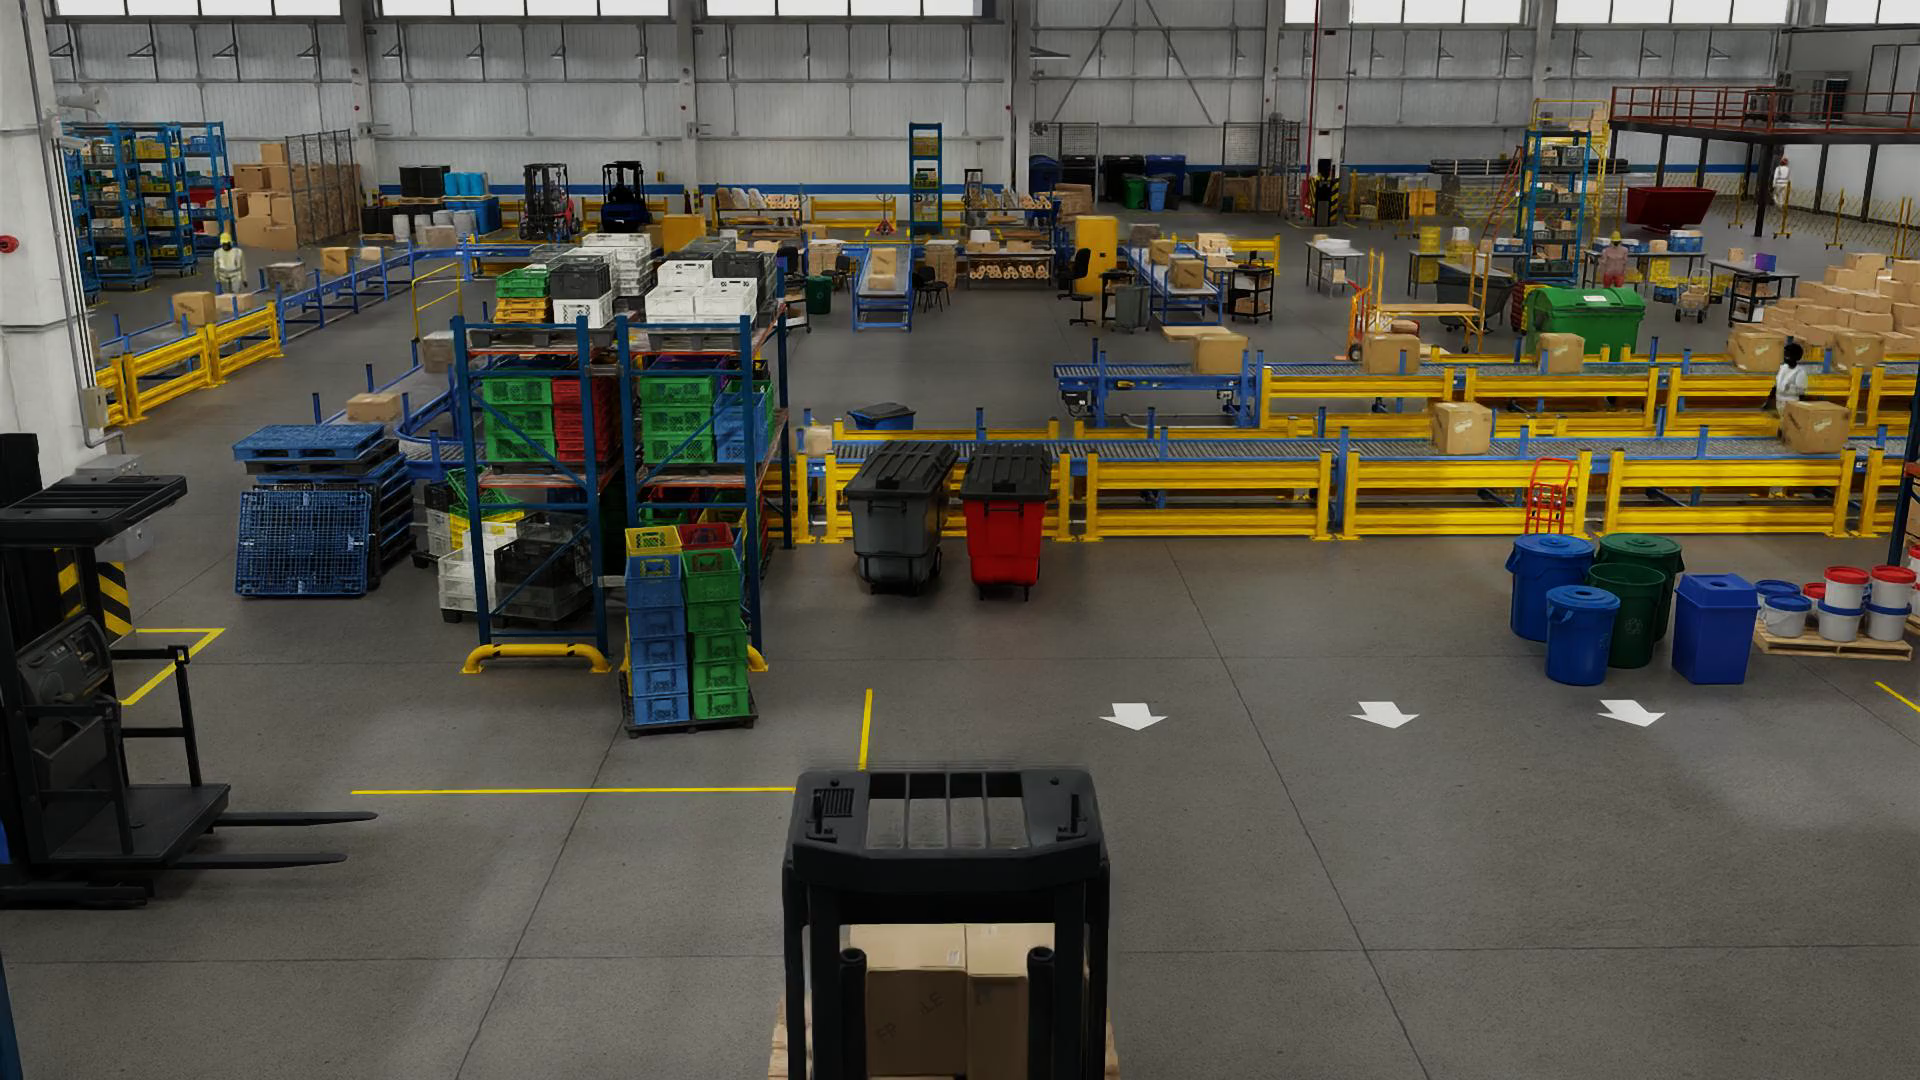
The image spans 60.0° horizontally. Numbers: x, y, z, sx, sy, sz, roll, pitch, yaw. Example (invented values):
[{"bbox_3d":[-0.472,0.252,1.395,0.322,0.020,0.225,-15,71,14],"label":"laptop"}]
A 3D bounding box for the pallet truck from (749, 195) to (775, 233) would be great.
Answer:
[{"bbox_3d":[-6.051,-9.967,50.660,0.680,1.201,1.601,0,16,-1],"label":"pallet truck"}]

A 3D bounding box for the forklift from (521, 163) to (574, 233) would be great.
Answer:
[{"bbox_3d":[-12.233,-10.122,49.298,1.157,1.987,2.680,0,16,-1],"label":"forklift"}]

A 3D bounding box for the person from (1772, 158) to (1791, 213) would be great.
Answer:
[{"bbox_3d":[28.356,-12.256,57.475,0.610,1.869,0.419,0,16,-1],"label":"person"}]

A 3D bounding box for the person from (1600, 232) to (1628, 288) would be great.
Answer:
[{"bbox_3d":[13.321,-5.409,33.904,0.541,1.730,0.623,2,16,6],"label":"person"}]

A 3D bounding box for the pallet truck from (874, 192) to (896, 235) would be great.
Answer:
[{"bbox_3d":[-2.277,-9.986,50.594,0.653,1.274,1.630,0,16,-1],"label":"pallet truck"}]

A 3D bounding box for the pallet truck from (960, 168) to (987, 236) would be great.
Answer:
[{"bbox_3d":[0.383,-10.230,50.206,0.823,1.965,1.885,-1,16,-3],"label":"pallet truck"}]

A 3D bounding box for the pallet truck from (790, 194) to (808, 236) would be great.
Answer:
[{"bbox_3d":[-4.814,-9.883,50.259,0.704,1.261,1.522,-1,16,-3],"label":"pallet truck"}]

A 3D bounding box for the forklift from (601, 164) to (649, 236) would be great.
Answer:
[{"bbox_3d":[-9.948,-10.127,49.296,1.157,1.987,2.680,-1,16,-3],"label":"forklift"}]

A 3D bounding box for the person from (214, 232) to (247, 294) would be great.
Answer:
[{"bbox_3d":[-14.543,-5.242,33.214,0.600,1.814,0.673,-2,16,-6],"label":"person"}]

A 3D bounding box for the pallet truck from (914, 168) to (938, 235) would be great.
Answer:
[{"bbox_3d":[-0.989,-10.316,50.507,0.823,1.965,1.885,1,16,3],"label":"pallet truck"}]

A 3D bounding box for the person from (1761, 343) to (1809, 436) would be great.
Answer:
[{"bbox_3d":[10.452,-1.676,21.085,0.886,1.646,0.548,0,16,0],"label":"person"}]

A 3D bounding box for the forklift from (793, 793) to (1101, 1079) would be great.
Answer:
[{"bbox_3d":[-0.041,2.180,5.498,1.129,2.768,1.873,0,16,-1],"label":"forklift"}]

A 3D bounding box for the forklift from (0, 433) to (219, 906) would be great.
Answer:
[{"bbox_3d":[-5.952,0.780,10.366,1.873,2.768,1.129,0,16,-1],"label":"forklift"}]
